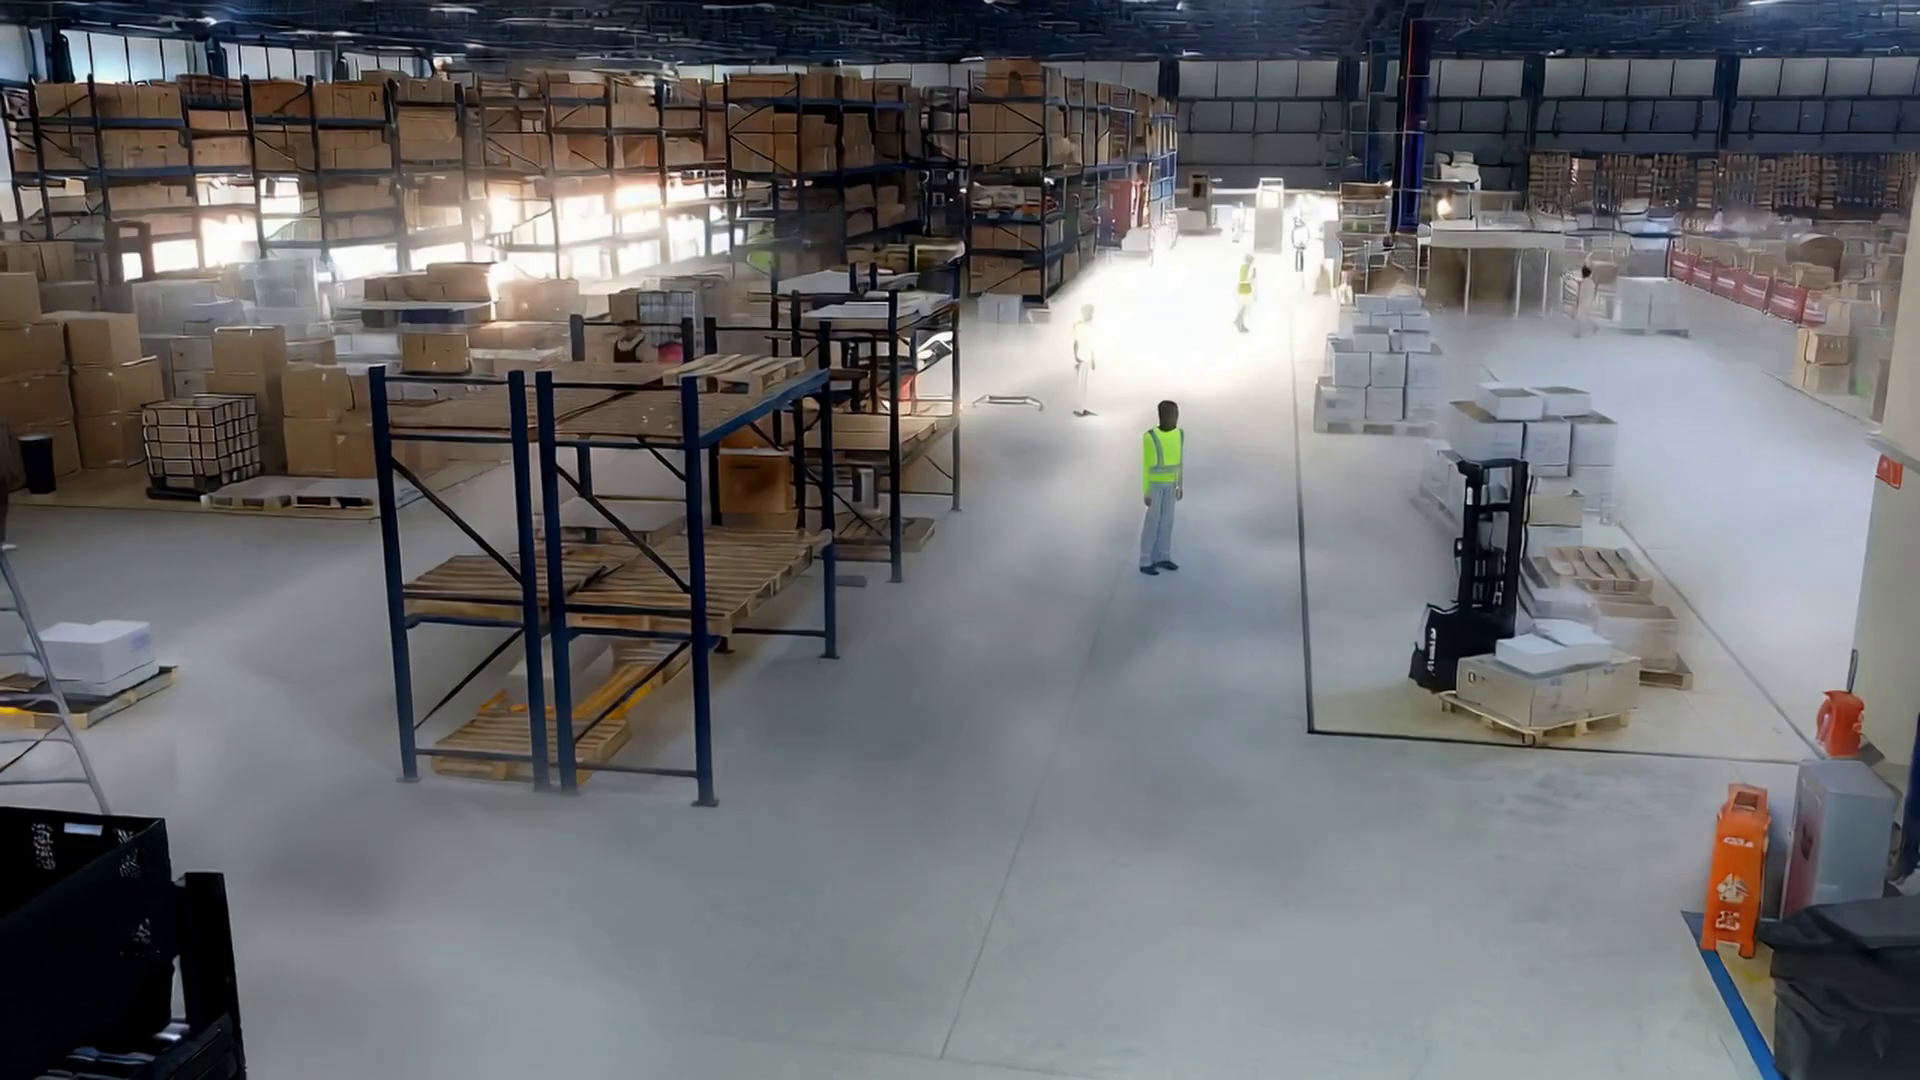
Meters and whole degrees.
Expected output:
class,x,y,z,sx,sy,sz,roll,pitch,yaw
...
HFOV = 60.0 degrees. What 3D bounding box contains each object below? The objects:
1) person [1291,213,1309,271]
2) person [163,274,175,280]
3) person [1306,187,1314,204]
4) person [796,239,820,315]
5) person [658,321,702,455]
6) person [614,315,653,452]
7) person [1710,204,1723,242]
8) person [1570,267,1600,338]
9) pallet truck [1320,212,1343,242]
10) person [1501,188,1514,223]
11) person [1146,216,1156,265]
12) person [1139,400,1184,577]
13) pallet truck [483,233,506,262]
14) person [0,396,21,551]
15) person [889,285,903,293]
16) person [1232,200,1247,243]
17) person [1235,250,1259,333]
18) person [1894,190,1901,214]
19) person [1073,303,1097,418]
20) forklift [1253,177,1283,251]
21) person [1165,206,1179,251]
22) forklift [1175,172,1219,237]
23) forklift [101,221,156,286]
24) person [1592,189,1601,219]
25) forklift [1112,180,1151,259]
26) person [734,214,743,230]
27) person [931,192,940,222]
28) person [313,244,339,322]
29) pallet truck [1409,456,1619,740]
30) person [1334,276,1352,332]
class,x,y,z,sx,sy,sz,roll,pitch,yaw
person,11.351,-9.955,55.596,0.551,1.923,0.398,4,14,16
person,-17.026,-4.949,35.941,0.847,1.595,0.529,0,14,1
person,16.499,-15.599,78.360,0.375,1.995,0.611,-3,14,-11
person,-3.745,-6.398,41.001,0.612,1.995,0.377,-4,15,-17
person,-4.038,-2.201,24.079,0.636,1.939,0.363,-8,16,-28
person,-4.807,-2.308,24.301,0.685,2.000,0.539,8,16,28
person,29.926,-12.426,65.983,0.784,1.733,0.553,0,14,-1
person,14.153,-5.355,37.537,0.517,1.609,0.510,11,17,37
pallet truck,15.874,-13.227,70.310,0.680,1.201,1.601,10,17,35
person,25.985,-15.723,78.977,0.602,1.939,0.398,-3,14,-12
person,6.652,-10.422,57.953,0.321,1.695,0.537,2,14,9
person,2.134,-0.548,17.505,0.574,1.876,0.354,-12,18,-40
pallet truck,-11.832,-7.026,43.548,1.885,1.965,0.823,8,16,28
person,-10.706,-0.798,18.431,0.445,1.907,0.618,4,14,15
person,-1.700,-6.581,42.408,0.733,1.661,0.556,3,14,10
person,11.623,-13.266,69.282,0.614,1.808,0.570,3,14,11
person,6.650,-5.757,38.568,0.424,1.921,0.551,-12,18,-39
person,44.642,-15.730,79.229,0.451,1.827,0.591,3,14,12
person,2.054,-2.940,27.213,0.328,1.876,0.508,12,18,39
forklift,12.083,-12.747,64.956,1.129,2.768,1.873,3,14,10
person,8.256,-12.141,64.816,0.547,1.741,0.711,1,14,4
forklift,10.498,-14.871,73.579,1.873,2.768,1.129,-13,19,-43
forklift,-16.772,-5.071,33.793,1.129,2.768,1.873,3,14,10
person,30.899,-16.123,80.843,0.647,1.814,0.606,2,14,8
forklift,6.082,-11.722,60.796,1.873,2.768,1.129,2,14,9
person,-8.482,-11.948,64.297,0.582,1.609,0.532,8,16,30
person,-1.317,-17.221,85.162,0.546,1.902,0.956,3,14,14
person,-15.546,-6.312,40.834,0.587,1.911,0.397,-8,16,-28
pallet truck,4.504,0.400,13.395,0.823,1.965,1.885,-6,15,-23
person,8.066,-4.736,34.993,0.315,1.636,0.515,13,19,43
